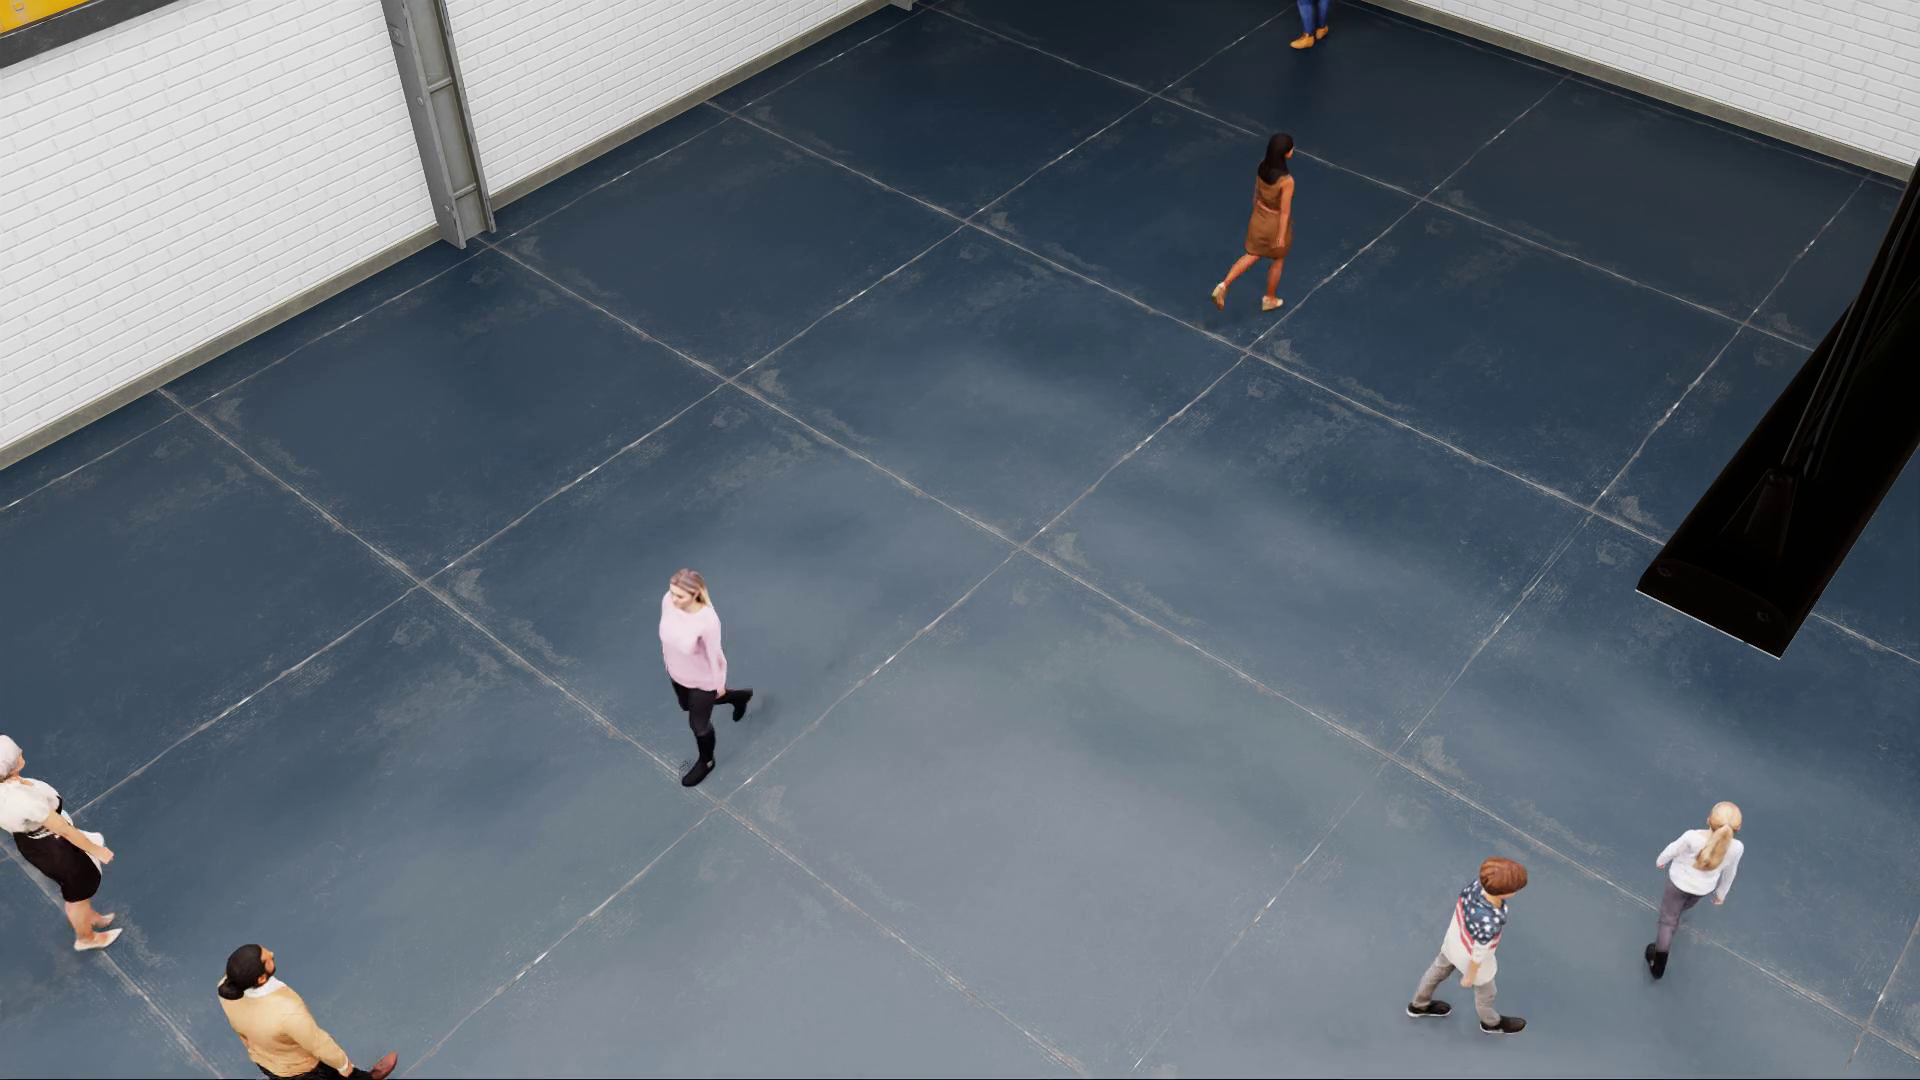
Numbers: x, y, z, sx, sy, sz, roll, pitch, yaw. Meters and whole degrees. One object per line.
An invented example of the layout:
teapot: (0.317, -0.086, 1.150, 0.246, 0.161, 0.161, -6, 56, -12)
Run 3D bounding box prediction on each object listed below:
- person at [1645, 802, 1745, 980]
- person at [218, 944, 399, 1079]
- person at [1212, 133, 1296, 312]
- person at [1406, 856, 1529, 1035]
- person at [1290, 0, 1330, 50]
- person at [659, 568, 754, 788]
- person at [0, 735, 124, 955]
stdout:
person: (3.988, 1.925, 9.076, 0.758, 1.247, 0.942, 8, 44, 9)
person: (-3.278, 2.574, 8.056, 0.825, 1.714, 1.230, 21, 48, 21)
person: (2.431, -2.497, 13.411, 1.019, 1.671, 0.772, -21, 48, -21)
person: (2.618, 2.131, 8.735, 0.894, 1.418, 0.856, -2, 44, -2)
person: (3.687, -5.884, 16.933, 0.580, 1.715, 0.880, -32, 52, -29)
person: (-1.534, 0.744, 10.006, 0.596, 1.674, 0.902, 30, 51, 28)
person: (-4.947, 1.730, 8.924, 0.627, 1.739, 0.650, 28, 50, 26)
